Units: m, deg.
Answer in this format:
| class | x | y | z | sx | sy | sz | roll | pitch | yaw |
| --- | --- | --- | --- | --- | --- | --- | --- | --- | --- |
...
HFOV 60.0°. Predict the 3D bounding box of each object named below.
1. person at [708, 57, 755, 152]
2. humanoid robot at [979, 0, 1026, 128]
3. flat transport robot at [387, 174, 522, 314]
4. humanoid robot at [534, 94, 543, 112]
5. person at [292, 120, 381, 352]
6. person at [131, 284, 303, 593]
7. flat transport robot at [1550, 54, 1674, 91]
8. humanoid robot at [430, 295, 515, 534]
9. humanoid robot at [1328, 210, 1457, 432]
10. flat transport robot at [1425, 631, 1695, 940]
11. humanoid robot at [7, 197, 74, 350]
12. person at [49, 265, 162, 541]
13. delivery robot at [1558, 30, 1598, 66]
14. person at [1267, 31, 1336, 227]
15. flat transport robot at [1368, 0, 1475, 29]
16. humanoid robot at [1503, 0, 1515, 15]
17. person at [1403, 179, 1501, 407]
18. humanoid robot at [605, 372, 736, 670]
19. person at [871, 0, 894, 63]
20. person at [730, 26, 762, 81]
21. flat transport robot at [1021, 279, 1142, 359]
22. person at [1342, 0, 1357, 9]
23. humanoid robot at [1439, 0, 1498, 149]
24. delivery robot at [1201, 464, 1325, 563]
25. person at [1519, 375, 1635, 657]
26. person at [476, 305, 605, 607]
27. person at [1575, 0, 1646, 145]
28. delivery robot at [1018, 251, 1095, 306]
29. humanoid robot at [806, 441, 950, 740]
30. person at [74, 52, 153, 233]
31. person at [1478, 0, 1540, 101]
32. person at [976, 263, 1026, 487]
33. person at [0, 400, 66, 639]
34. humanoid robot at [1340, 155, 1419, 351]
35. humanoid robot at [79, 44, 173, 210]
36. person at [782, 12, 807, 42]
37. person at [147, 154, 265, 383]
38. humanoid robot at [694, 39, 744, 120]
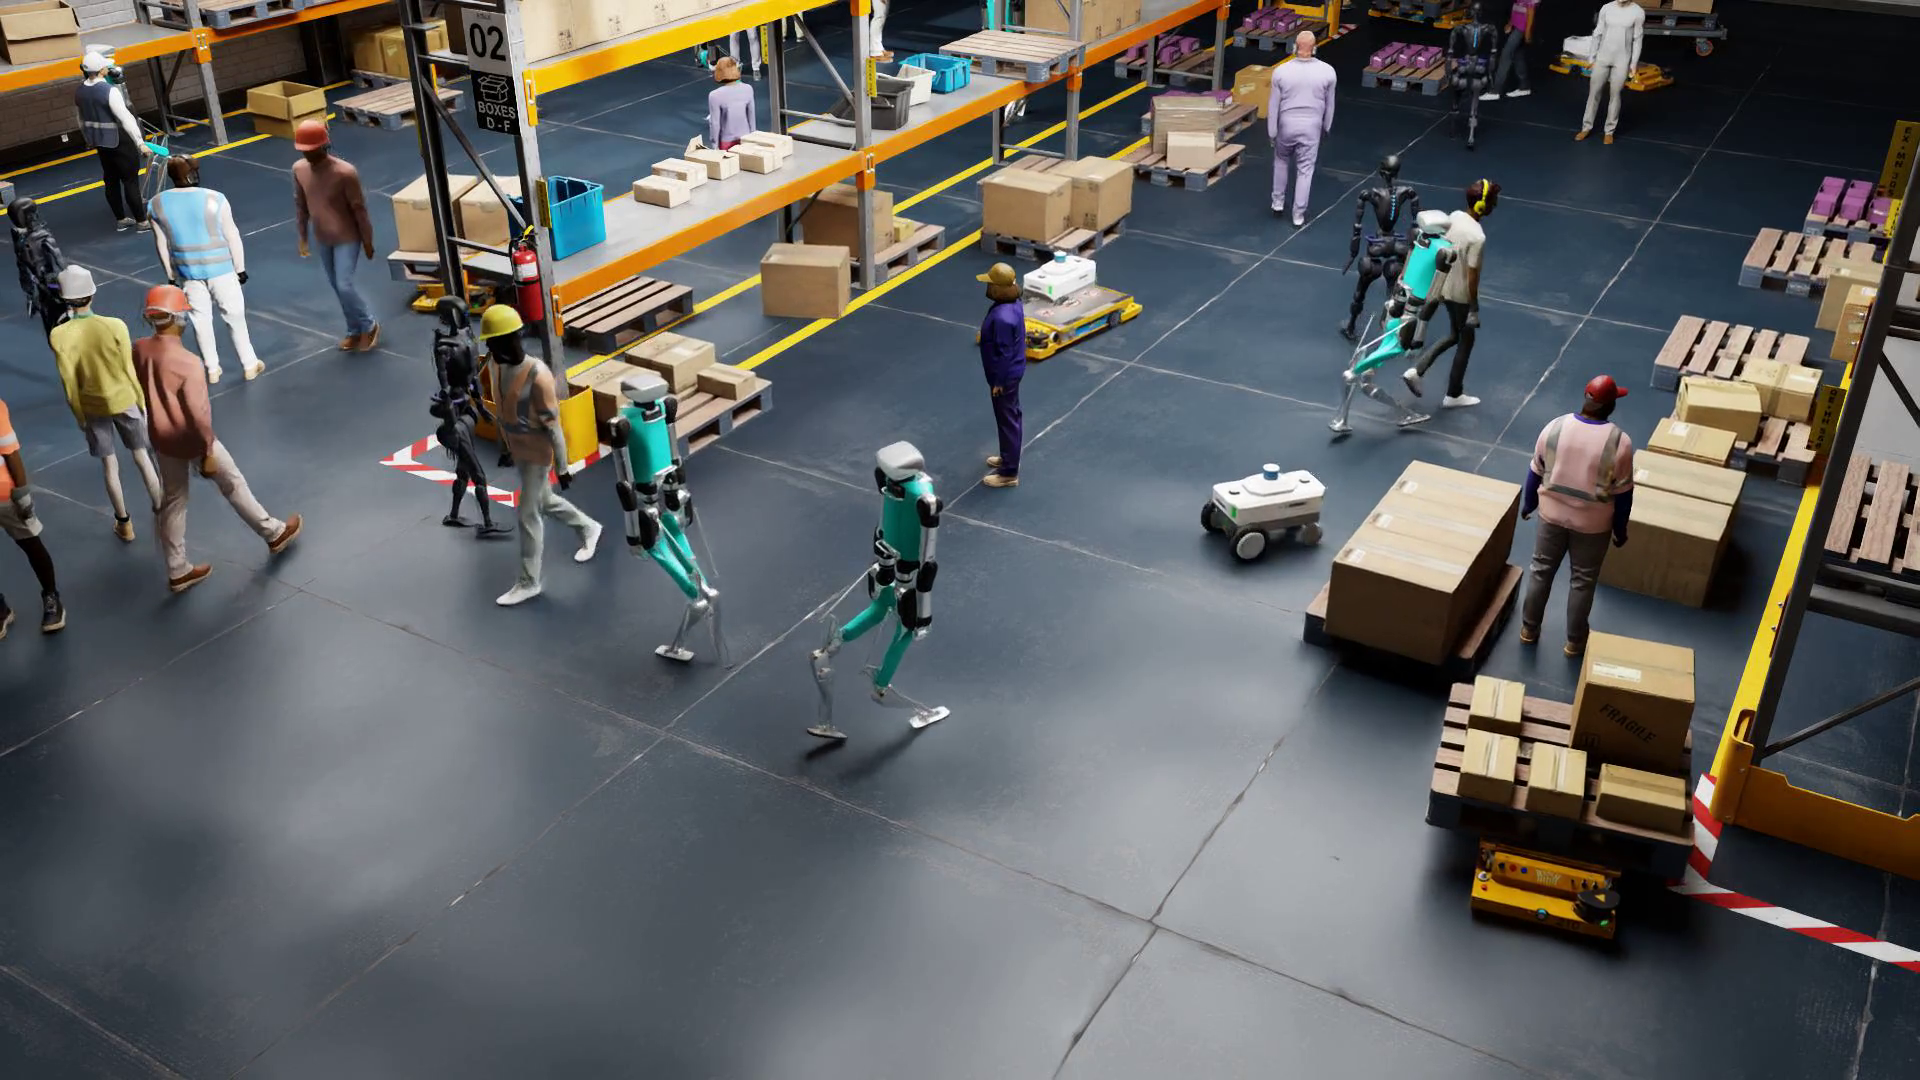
| class | x | y | z | sx | sy | sz | roll | pitch | yaw |
| --- | --- | --- | --- | --- | --- | --- | --- | --- | --- |
| person | -2.267 | -3.998 | 16.636 | 0.503 | 1.628 | 0.282 | -18 | 34 | -29 |
| humanoid robot | 0.657 | -5.833 | 19.807 | 0.560 | 1.778 | 0.958 | 17 | 34 | 27 |
| flat transport robot | -4.403 | -2.414 | 15.212 | 0.659 | 0.231 | 1.431 | 4 | 30 | 7 |
| humanoid robot | -5.288 | -5.815 | 19.733 | 0.556 | 1.734 | 1.013 | 19 | 35 | 31 |
| person | -5.106 | -2.461 | 13.563 | 0.632 | 1.969 | 0.477 | 12 | 31 | 19 |
| person | -4.779 | -0.682 | 10.461 | 0.607 | 1.934 | 0.973 | 12 | 32 | 21 |
| flat transport robot | 8.565 | -6.177 | 21.869 | 0.659 | 0.231 | 1.431 | -20 | 35 | -31 |
| humanoid robot | -3.257 | -0.823 | 10.988 | 0.602 | 1.639 | 0.583 | 2 | 30 | 4 |
| humanoid robot | 3.062 | -1.536 | 12.189 | 1.013 | 1.730 | 0.542 | -6 | 30 | -10 |
| flat transport robot | 3.001 | 1.424 | 8.422 | 0.659 | 0.231 | 1.431 | 10 | 31 | 18 |
| humanoid robot | -6.951 | -1.879 | 12.842 | 0.600 | 1.647 | 0.456 | 14 | 32 | 23 |
| person | -5.540 | -0.874 | 10.844 | 0.472 | 1.892 | 0.385 | -15 | 33 | -24 |
| delivery robot | 8.380 | -6.466 | 22.082 | 0.777 | 0.587 | 0.499 | 25 | 38 | 37 |
| person | 3.389 | -4.131 | 16.619 | 0.658 | 1.878 | 0.824 | 5 | 30 | 8 |
| flat transport robot | 6.910 | -7.882 | 24.884 | 0.659 | 0.231 | 1.431 | -26 | 39 | -38 |
| humanoid robot | 8.529 | -8.696 | 24.903 | 0.612 | 1.640 | 0.308 | 1 | 30 | 2 |
| person | 3.784 | -1.855 | 12.616 | 0.569 | 1.843 | 0.547 | -5 | 30 | -9 |
| humanoid robot | -1.564 | -0.010 | 9.572 | 0.804 | 1.893 | 0.573 | 16 | 33 | 26 |
| person | -1.033 | -7.442 | 22.435 | 0.392 | 1.926 | 0.639 | 0 | 29 | 0 |
| person | -2.831 | -6.937 | 21.520 | 0.487 | 1.942 | 0.436 | 2 | 30 | 4 |
| flat transport robot | 0.888 | -1.922 | 14.342 | 0.659 | 0.231 | 1.431 | 24 | 37 | 36 |
| person | 5.920 | -9.045 | 25.432 | 0.333 | 1.752 | 0.562 | -22 | 36 | -34 |
| humanoid robot | 5.803 | -5.315 | 18.963 | 0.601 | 1.636 | 0.767 | 3 | 30 | 6 |
| delivery robot | 2.020 | -0.205 | 11.031 | 0.812 | 0.611 | 0.499 | -9 | 31 | -16 |
| person | 3.582 | -0.143 | 9.689 | 0.613 | 1.751 | 0.419 | 20 | 35 | 32 |
| person | -2.625 | -0.578 | 10.336 | 0.866 | 1.883 | 0.630 | -26 | 38 | -38 |
| person | 7.465 | -5.486 | 18.996 | 0.567 | 1.896 | 0.376 | 17 | 34 | 27 |
| delivery robot | 0.854 | -2.214 | 14.587 | 0.499 | 0.614 | 0.802 | 23 | 36 | 34 |
| humanoid robot | -0.515 | 0.378 | 8.828 | 1.006 | 1.778 | 0.530 | -18 | 34 | -28 |
| person | -8.297 | -3.885 | 16.299 | 0.757 | 1.758 | 0.432 | 10 | 31 | 16 |
| person | 6.914 | -6.395 | 20.694 | 0.707 | 1.804 | 0.572 | 5 | 30 | 8 |
| person | 0.281 | -1.158 | 11.608 | 0.350 | 1.622 | 0.467 | 4 | 30 | 7 |
| person | -5.744 | -0.277 | 9.739 | 0.609 | 1.945 | 0.452 | -1 | 29 | -2 |
| humanoid robot | 3.469 | -2.372 | 13.717 | 0.601 | 1.635 | 0.667 | -3 | 30 | -6 |
| humanoid robot | -8.263 | -4.183 | 16.713 | 0.533 | 1.677 | 0.735 | 15 | 33 | 24 |
| person | -2.411 | -7.960 | 23.514 | 0.568 | 1.747 | 0.338 | 6 | 30 | 11 |
| person | -5.943 | -2.127 | 13.111 | 0.622 | 1.840 | 0.431 | -5 | 30 | -8 |
| humanoid robot | -2.809 | -5.716 | 19.429 | 0.735 | 1.674 | 0.533 | -16 | 33 | -27 |
